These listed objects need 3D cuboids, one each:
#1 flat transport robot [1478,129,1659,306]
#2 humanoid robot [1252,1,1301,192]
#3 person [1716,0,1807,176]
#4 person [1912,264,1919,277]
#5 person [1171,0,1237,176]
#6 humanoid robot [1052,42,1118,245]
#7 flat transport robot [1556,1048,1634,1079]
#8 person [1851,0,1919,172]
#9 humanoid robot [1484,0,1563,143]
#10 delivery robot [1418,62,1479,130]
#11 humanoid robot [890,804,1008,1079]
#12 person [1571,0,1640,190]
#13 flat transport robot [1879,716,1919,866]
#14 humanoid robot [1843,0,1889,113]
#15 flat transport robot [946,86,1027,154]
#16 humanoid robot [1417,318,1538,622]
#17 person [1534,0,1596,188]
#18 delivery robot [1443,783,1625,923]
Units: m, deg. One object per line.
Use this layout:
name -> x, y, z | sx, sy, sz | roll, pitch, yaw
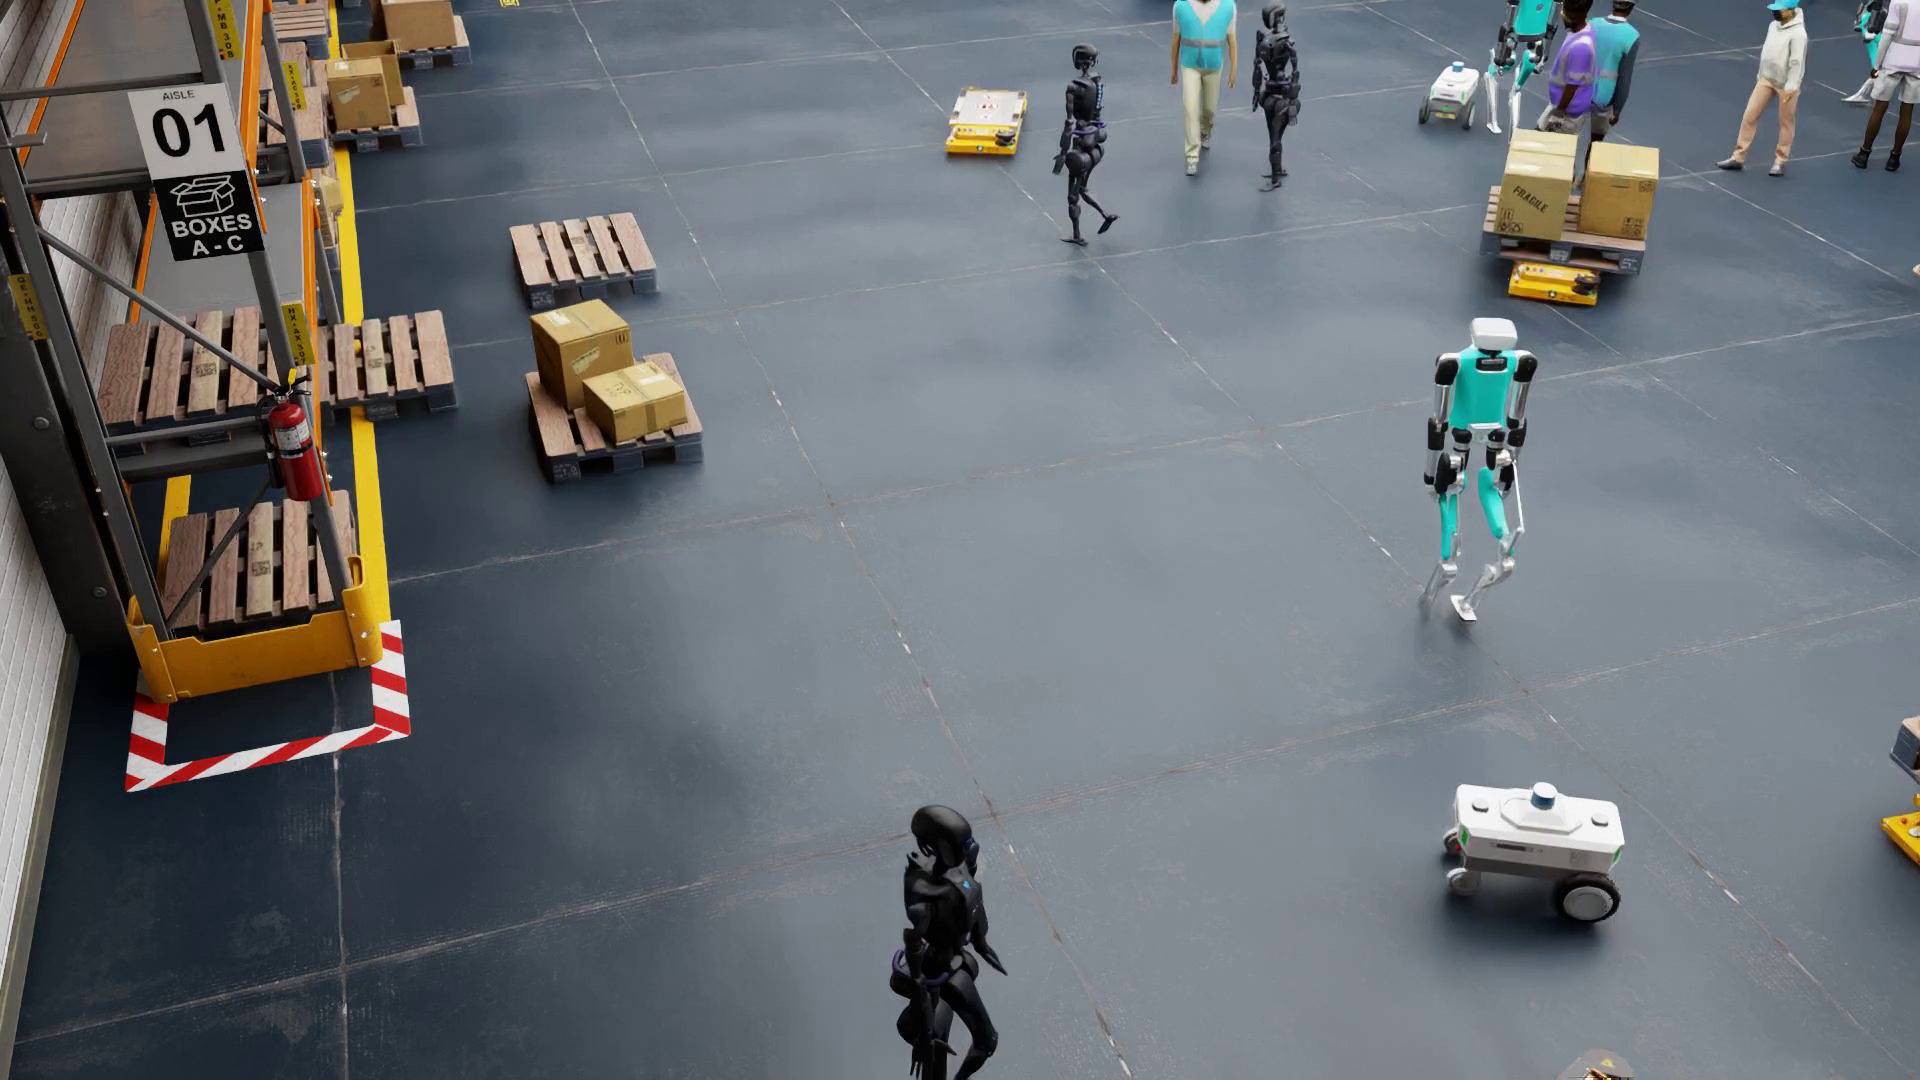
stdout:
flat transport robot -> 4.801, -2.284, 13.361 | 0.659, 0.231, 1.431 | 11, 35, 16
humanoid robot -> 2.819, -3.910, 14.588 | 0.487, 1.629, 0.596 | -20, 38, -27
person -> 7.278, -4.062, 14.838 | 0.610, 1.628, 0.469 | -13, 35, -19
person -> 7.672, -2.654, 12.464 | 0.417, 1.870, 0.598 | 9, 34, 13
person -> 2.191, -4.287, 15.025 | 0.617, 1.809, 0.828 | 4, 33, 6
humanoid robot -> 1.034, -3.177, 13.449 | 0.438, 1.646, 0.594 | 19, 38, 27
flat transport robot -> 2.214, 2.464, 6.080 | 1.431, 0.231, 0.659 | -26, 41, -33
person -> 8.465, -4.268, 14.878 | 0.544, 1.938, 0.359 | 12, 35, 18
humanoid robot -> 5.153, -4.540, 15.498 | 0.541, 1.769, 0.840 | -4, 33, -6
delivery robot -> 4.830, -4.365, 16.296 | 0.499, 0.599, 0.784 | 15, 36, 21
humanoid robot -> -0.050, 1.619, 6.079 | 0.335, 1.652, 0.591 | 14, 36, 20
person -> 5.391, -3.810, 14.229 | 0.632, 1.878, 0.994 | 21, 39, 29
flat transport robot -> 5.132, 1.380, 7.742 | 1.431, 0.231, 0.659 | -8, 34, -12
humanoid robot -> 9.061, -5.017, 16.306 | 0.727, 1.904, 0.544 | 6, 34, 9
flat transport robot -> 0.269, -4.063, 16.090 | 0.659, 0.231, 1.431 | 4, 33, 5
humanoid robot -> 2.793, -0.229, 8.917 | 0.535, 1.831, 0.748 | -2, 33, -3
person -> 5.090, -3.691, 14.001 | 0.414, 1.929, 0.669 | 9, 34, 14
delivery robot -> 2.608, 1.358, 7.517 | 0.791, 0.598, 0.499 | 6, 34, 9
